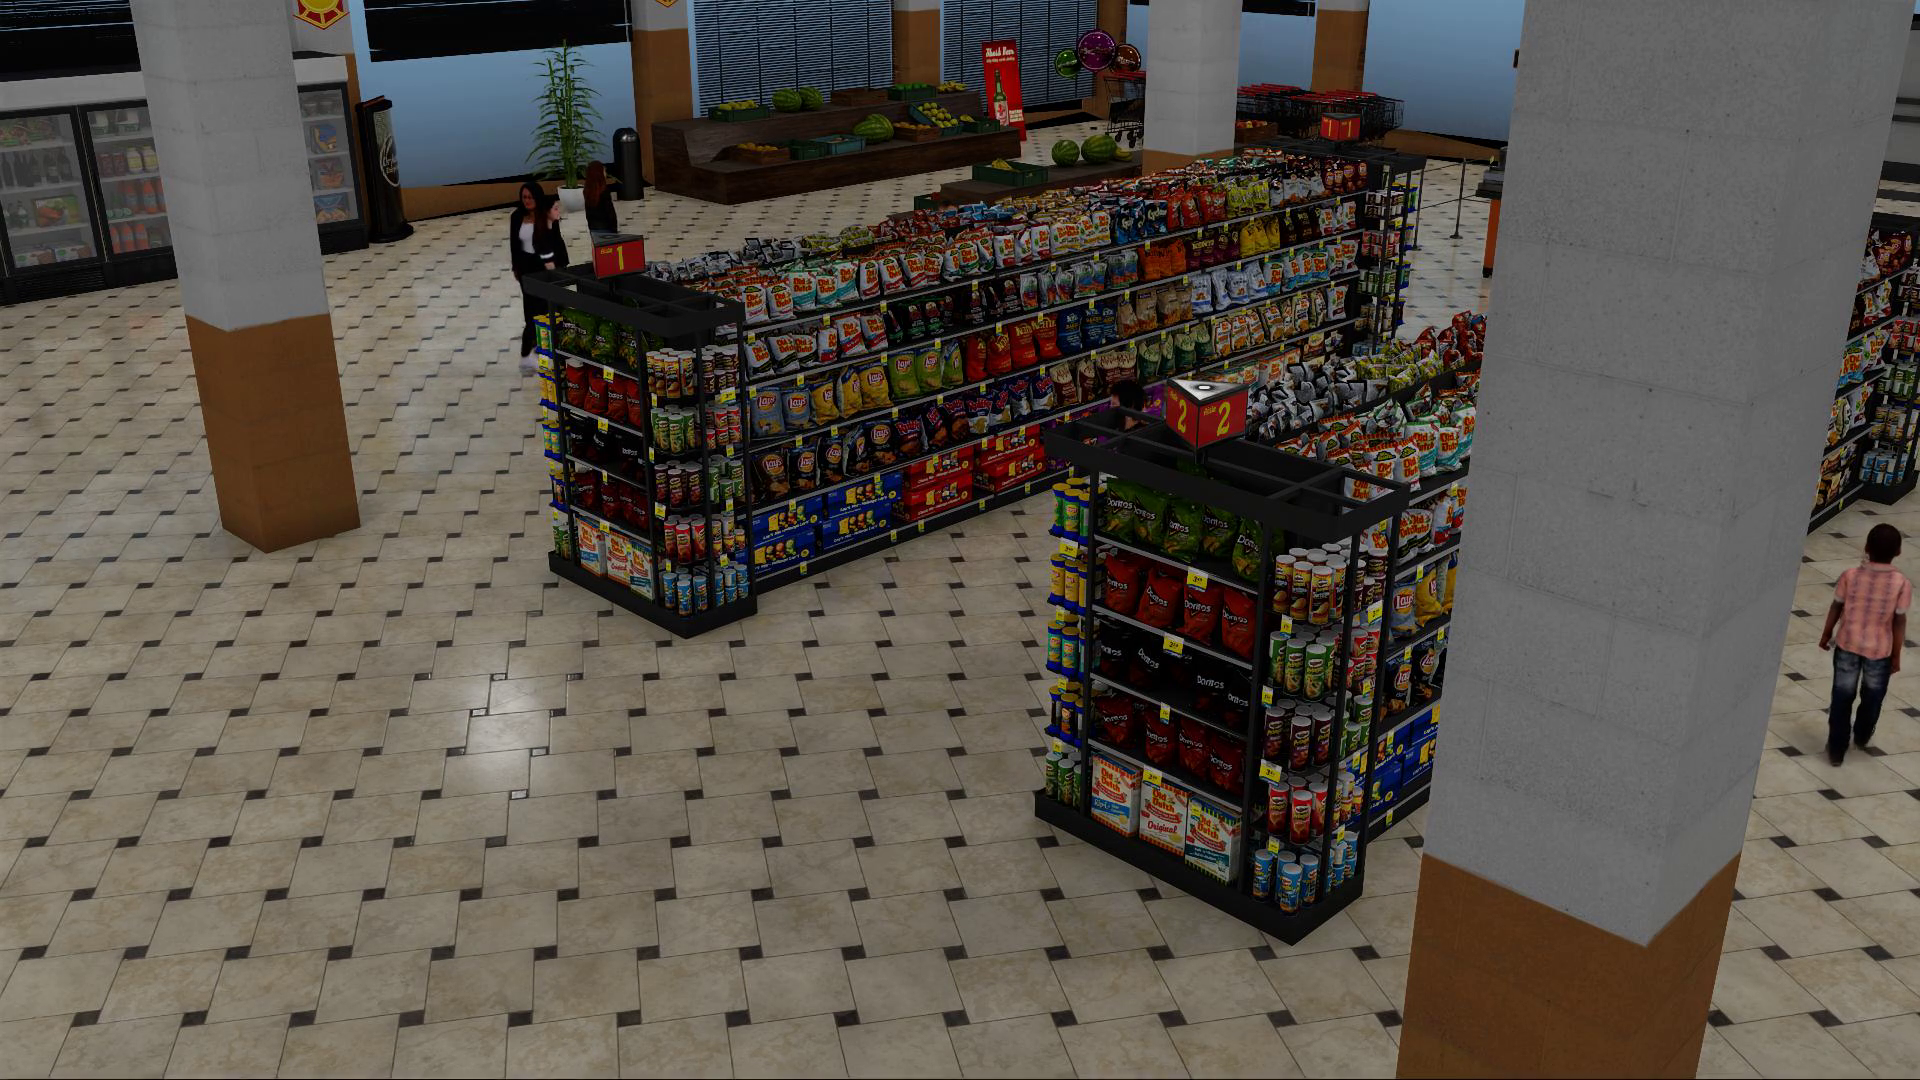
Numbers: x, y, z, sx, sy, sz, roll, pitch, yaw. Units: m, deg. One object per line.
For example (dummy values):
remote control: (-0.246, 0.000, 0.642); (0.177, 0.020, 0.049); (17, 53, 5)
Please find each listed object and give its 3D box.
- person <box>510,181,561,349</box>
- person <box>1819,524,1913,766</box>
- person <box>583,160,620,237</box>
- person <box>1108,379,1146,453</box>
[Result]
person: (-4.062, -2.646, 16.016); (0.760, 1.617, 0.826); (-1, 22, -3)
person: (4.603, 0.556, 8.480); (0.636, 1.295, 0.771); (12, 25, 28)
person: (-3.870, -3.360, 17.970); (0.602, 1.484, 0.579); (13, 25, 30)
person: (1.145, -0.183, 9.952); (0.901, 1.568, 0.803); (-6, 23, -14)
